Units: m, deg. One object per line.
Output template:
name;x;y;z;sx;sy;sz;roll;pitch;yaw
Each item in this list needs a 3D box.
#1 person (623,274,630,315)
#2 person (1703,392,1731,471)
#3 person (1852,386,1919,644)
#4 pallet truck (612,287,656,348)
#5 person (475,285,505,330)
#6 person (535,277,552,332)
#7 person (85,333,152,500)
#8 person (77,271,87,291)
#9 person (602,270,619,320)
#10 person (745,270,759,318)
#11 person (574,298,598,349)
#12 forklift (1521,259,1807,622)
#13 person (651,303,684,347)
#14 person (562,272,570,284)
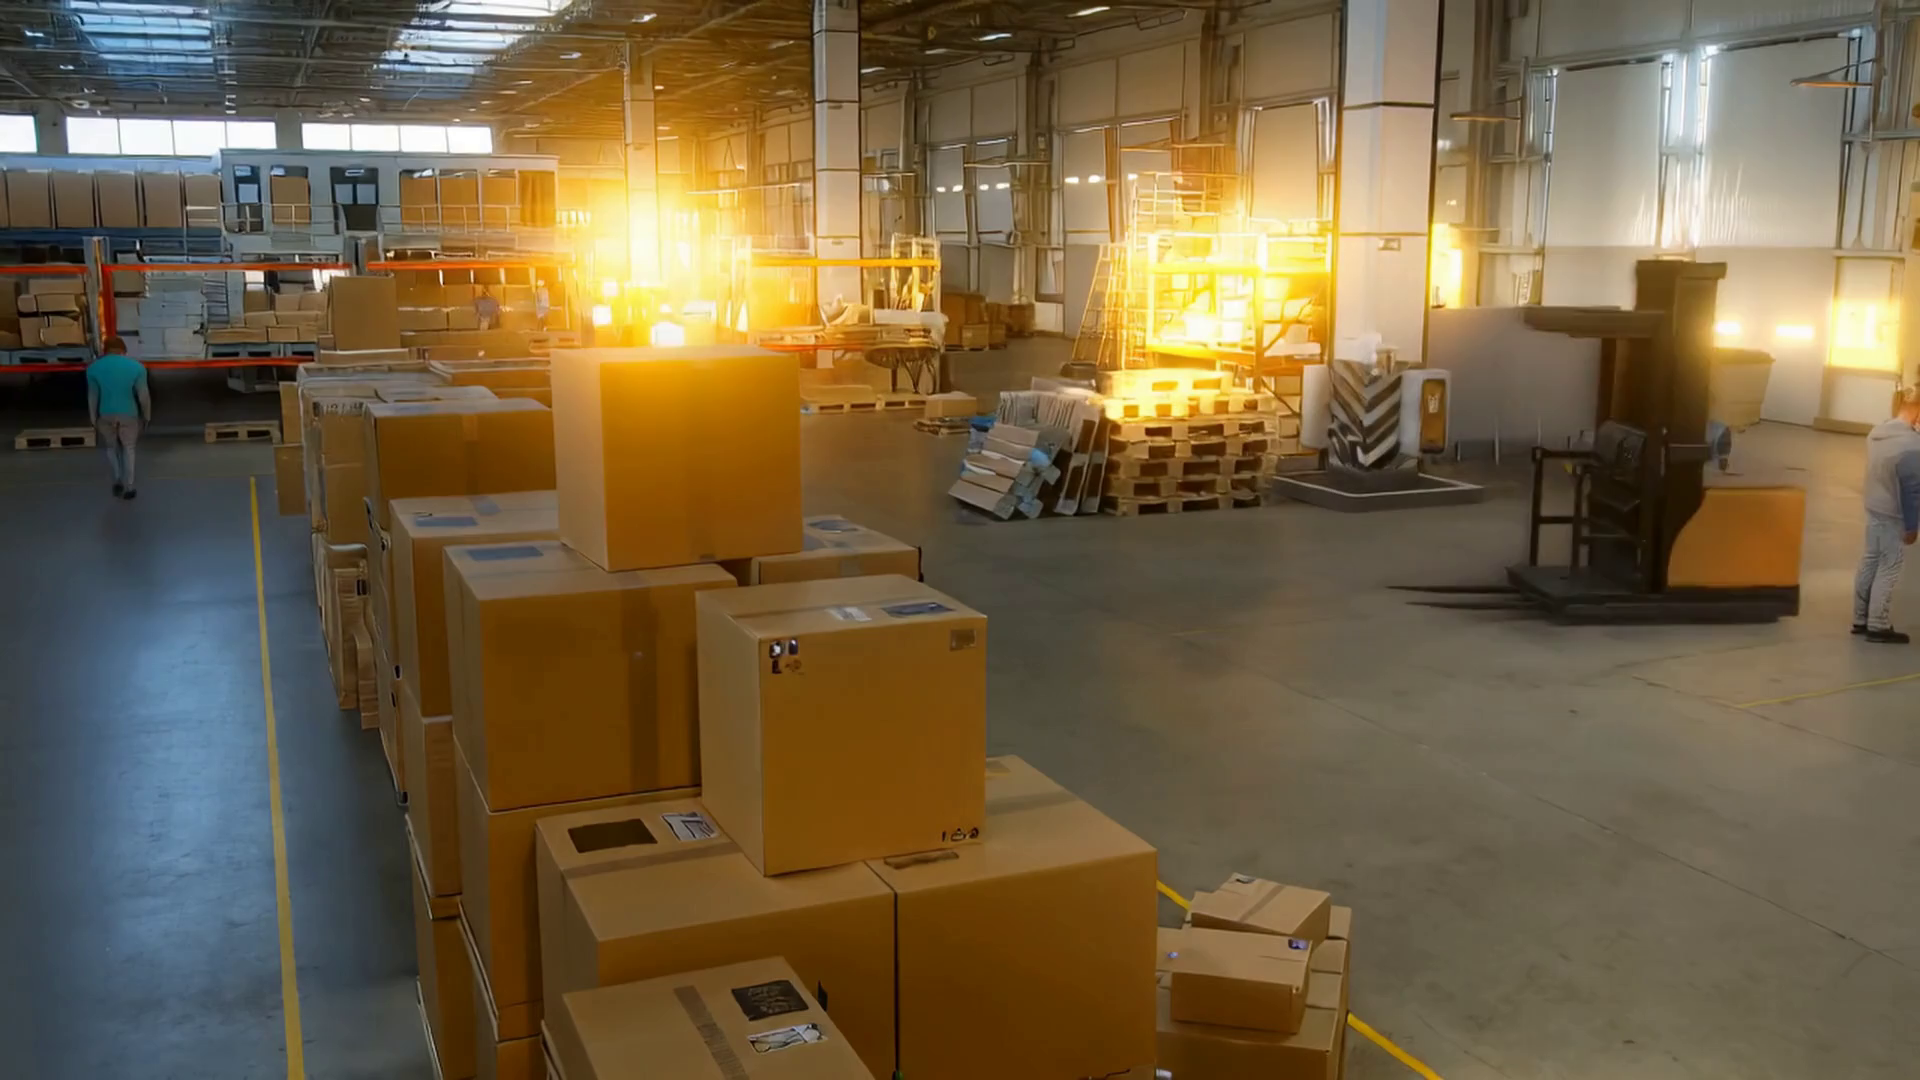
person;-12.855;-9.743;64.977;0.609;1.940;0.414;2;11;12
person;6.563;-0.508;14.842;0.541;1.650;0.782;6;12;29
person;6.923;-0.186;12.353;0.387;1.927;0.639;0;10;1
pallet truck;-6.464;-4.406;35.401;0.823;1.965;1.885;6;12;32
person;-11.407;-5.211;40.175;1.036;1.892;0.647;6;12;29
person;-11.611;-6.352;46.295;0.356;1.937;0.552;7;12;33
person;-9.698;-1.435;19.238;0.661;1.918;0.656;-4;11;-20
person;-28.940;-7.919;54.851;0.613;1.962;0.362;10;14;44
person;-13.017;-9.114;61.815;0.571;1.843;0.990;2;10;8
person;-7.885;-9.261;62.689;0.682;1.837;0.636;5;11;23
person;-7.597;-4.002;33.756;0.971;1.795;0.644;-6;12;-31
forklift;5.627;-0.822;13.218;1.873;2.768;1.129;0;10;1
person;-4.999;-3.115;28.593;0.590;1.897;0.870;-4;11;-22
person;-14.988;-9.331;63.248;0.295;1.743;0.493;2;11;12
